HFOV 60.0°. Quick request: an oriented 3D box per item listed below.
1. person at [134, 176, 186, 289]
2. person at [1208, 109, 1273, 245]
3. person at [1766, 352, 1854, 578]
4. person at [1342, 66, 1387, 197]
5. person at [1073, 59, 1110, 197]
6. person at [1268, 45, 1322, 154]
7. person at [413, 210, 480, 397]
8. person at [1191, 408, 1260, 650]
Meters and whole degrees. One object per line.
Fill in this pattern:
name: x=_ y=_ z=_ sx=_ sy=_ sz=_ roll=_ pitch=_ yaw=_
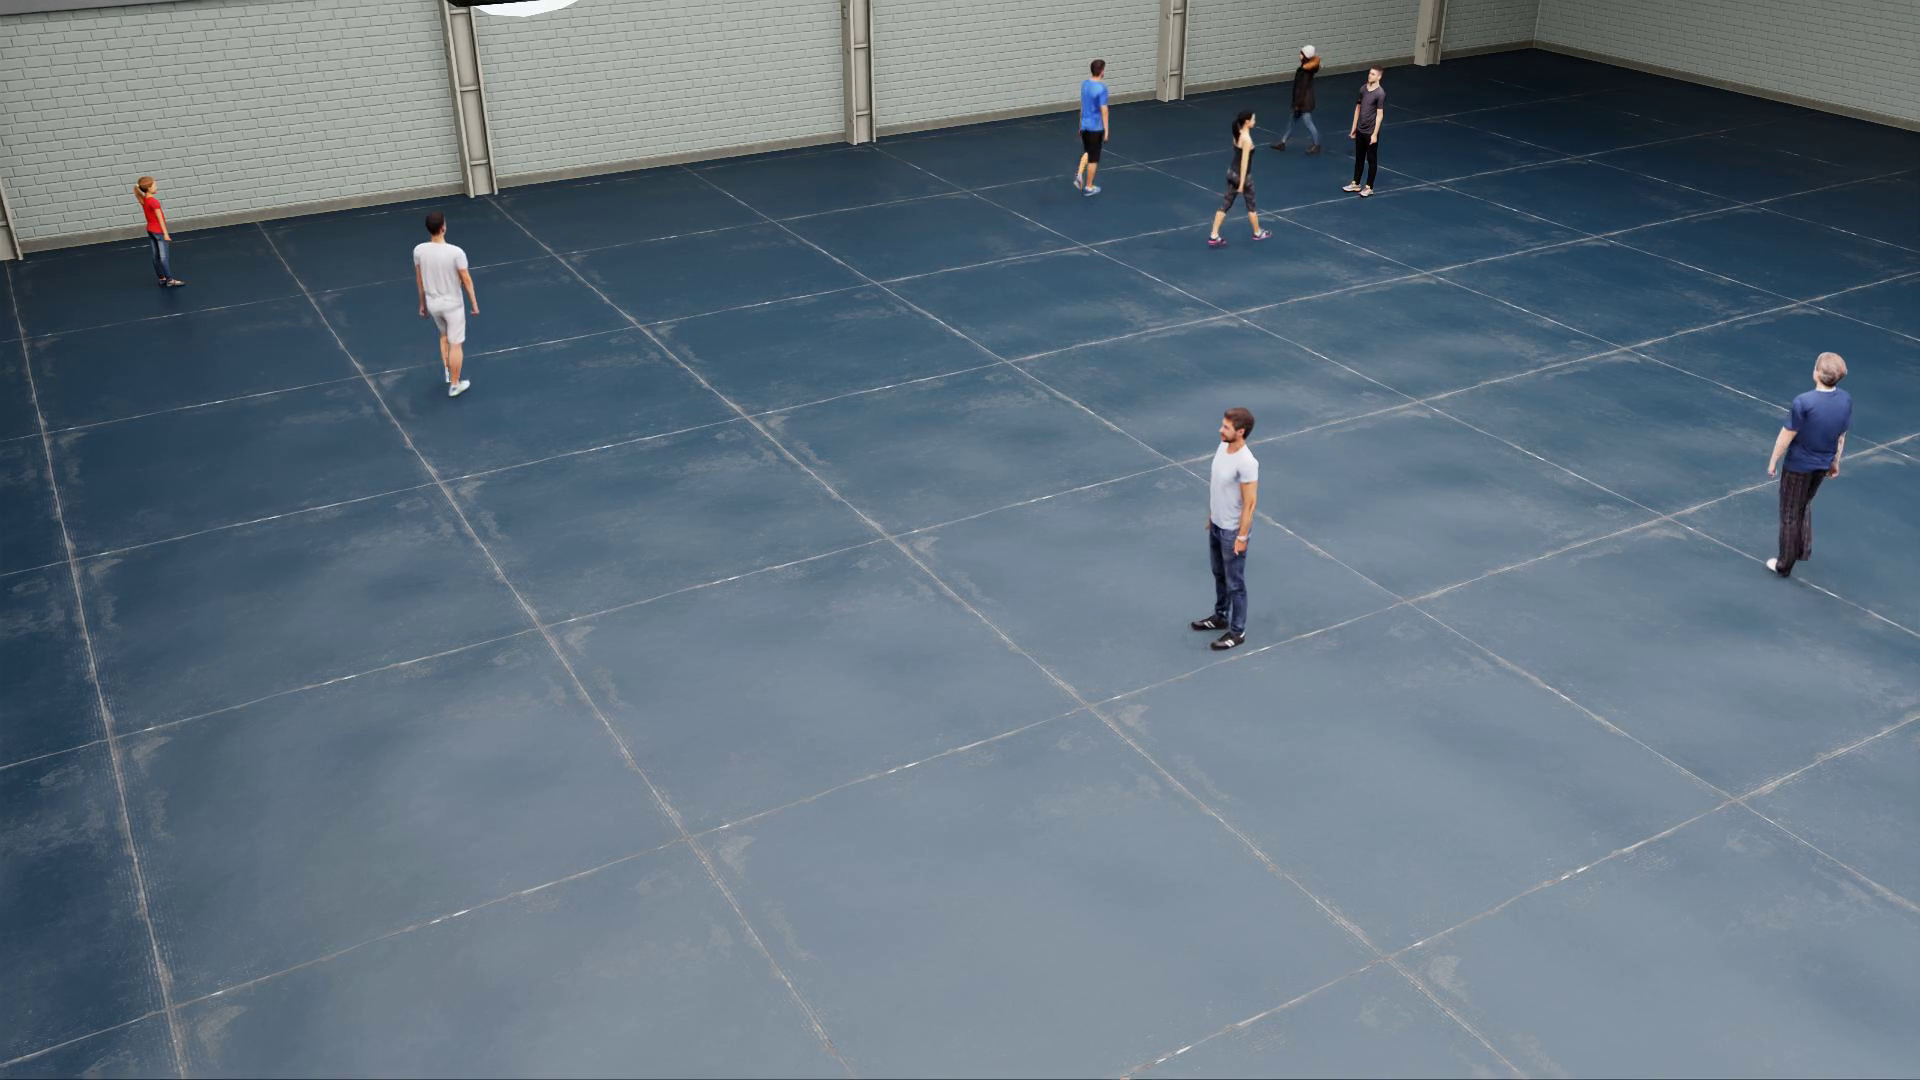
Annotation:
person: x=-9.466 y=-3.632 z=19.581 sx=0.546 sy=1.311 sz=0.577 roll=20 pitch=33 yaw=33
person: x=3.418 y=-4.519 z=20.899 sx=1.139 sy=1.681 sz=0.669 roll=-10 pitch=29 yaw=-19
person: x=6.666 y=-0.537 z=12.970 sx=0.710 sy=1.860 sz=0.836 roll=-3 pitch=27 yaw=-7
person: x=5.662 y=-5.683 z=23.068 sx=0.551 sy=1.764 sz=0.636 roll=-17 pitch=32 yaw=-29
person: x=1.755 y=-5.657 z=22.916 sx=0.735 sy=1.858 sz=0.701 roll=-22 pitch=34 yaw=-36
person: x=5.239 y=-6.573 z=24.987 sx=1.121 sy=1.590 sz=0.999 roll=3 pitch=27 yaw=6
person: x=-5.120 y=-2.299 z=16.414 sx=0.840 sy=1.841 sz=0.911 roll=5 pitch=28 yaw=9
person: x=1.975 y=-0.099 z=12.113 sx=0.598 sy=1.865 sz=0.676 roll=-9 pitch=29 yaw=-17
